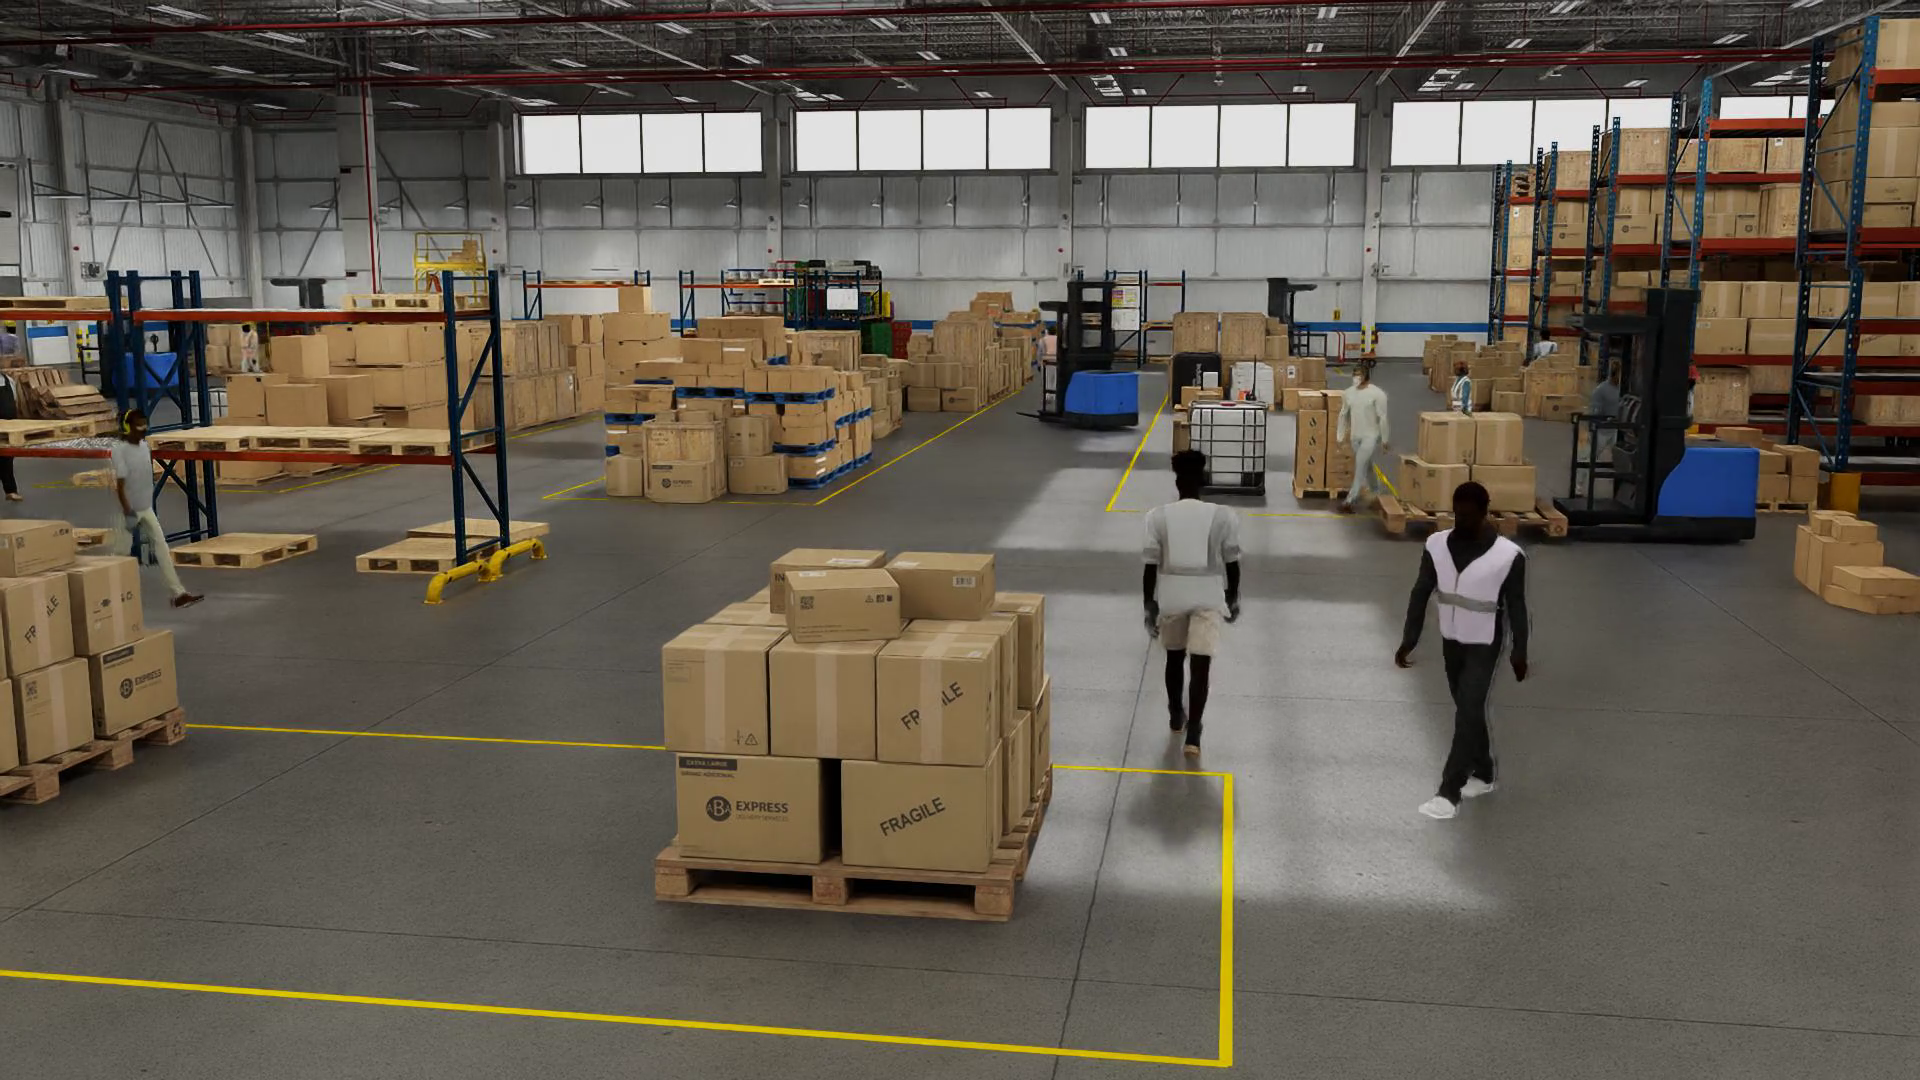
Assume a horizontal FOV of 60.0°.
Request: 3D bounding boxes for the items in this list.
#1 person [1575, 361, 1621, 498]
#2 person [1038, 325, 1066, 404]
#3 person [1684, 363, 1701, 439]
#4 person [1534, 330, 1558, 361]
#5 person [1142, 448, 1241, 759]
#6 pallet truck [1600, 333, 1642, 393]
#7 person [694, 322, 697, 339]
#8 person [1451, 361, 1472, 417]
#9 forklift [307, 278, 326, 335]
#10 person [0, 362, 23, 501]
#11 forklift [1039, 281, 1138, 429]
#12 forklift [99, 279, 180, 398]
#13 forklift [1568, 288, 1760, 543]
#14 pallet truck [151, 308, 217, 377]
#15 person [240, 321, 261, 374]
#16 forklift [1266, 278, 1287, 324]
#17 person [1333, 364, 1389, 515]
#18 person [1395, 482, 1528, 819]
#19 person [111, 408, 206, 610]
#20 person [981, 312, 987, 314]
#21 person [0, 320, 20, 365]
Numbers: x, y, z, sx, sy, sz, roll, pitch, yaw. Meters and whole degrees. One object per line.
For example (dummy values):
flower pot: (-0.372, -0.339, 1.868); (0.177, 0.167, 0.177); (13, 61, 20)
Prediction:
person: (8.418, -1.371, 21.486); (0.660, 1.856, 1.117); (-4, 10, -25)
person: (2.085, -3.989, 37.817); (0.632, 1.816, 0.869); (0, 9, 1)
person: (8.919, -1.226, 20.494); (0.559, 1.893, 0.857); (-6, 11, -34)
person: (13.646, -4.053, 38.647); (0.596, 1.656, 0.605); (5, 11, 30)
person: (1.449, 0.385, 10.509); (0.607, 1.926, 0.982); (2, 10, 14)
pallet truck: (11.253, -2.573, 28.499); (0.823, 1.965, 1.885); (5, 10, 27)
person: (-6.896, -5.025, 44.643); (0.790, 1.665, 0.527); (-1, 9, -4)
person: (7.834, -1.982, 25.987); (0.313, 1.627, 0.527); (0, 9, -1)
forklift: (-16.718, -5.419, 43.336); (1.873, 2.768, 1.129); (-3, 10, -17)
person: (-12.578, -1.491, 21.694); (0.536, 2.000, 0.676); (6, 11, 35)
forklift: (2.527, -3.618, 32.230); (1.129, 2.768, 1.873); (-6, 11, -31)
forklift: (-19.539, -4.719, 39.020); (1.873, 2.768, 1.129); (1, 9, 9)
forklift: (7.949, -1.435, 18.765); (1.873, 2.768, 1.129); (1, 9, 9)
pallet truck: (-21.869, -5.598, 47.154); (0.823, 1.965, 1.885); (4, 10, 26)
person: (-17.457, -4.545, 40.992); (0.595, 1.897, 0.914); (5, 10, 26)
forklift: (9.117, -6.184, 48.055); (1.873, 2.768, 1.129); (4, 10, 26)
person: (5.052, -1.270, 20.844); (1.034, 1.881, 0.642); (-7, 12, -37)
person: (2.787, 0.606, 9.300); (0.969, 1.867, 0.602); (-7, 12, -38)
person: (-7.282, -0.260, 14.796); (0.993, 1.813, 0.552); (2, 9, 13)
person: (0.675, -5.390, 46.228); (1.038, 1.866, 0.602); (-2, 10, -15)
person: (-22.350, -4.243, 39.178); (0.604, 1.877, 0.984); (3, 10, 20)
